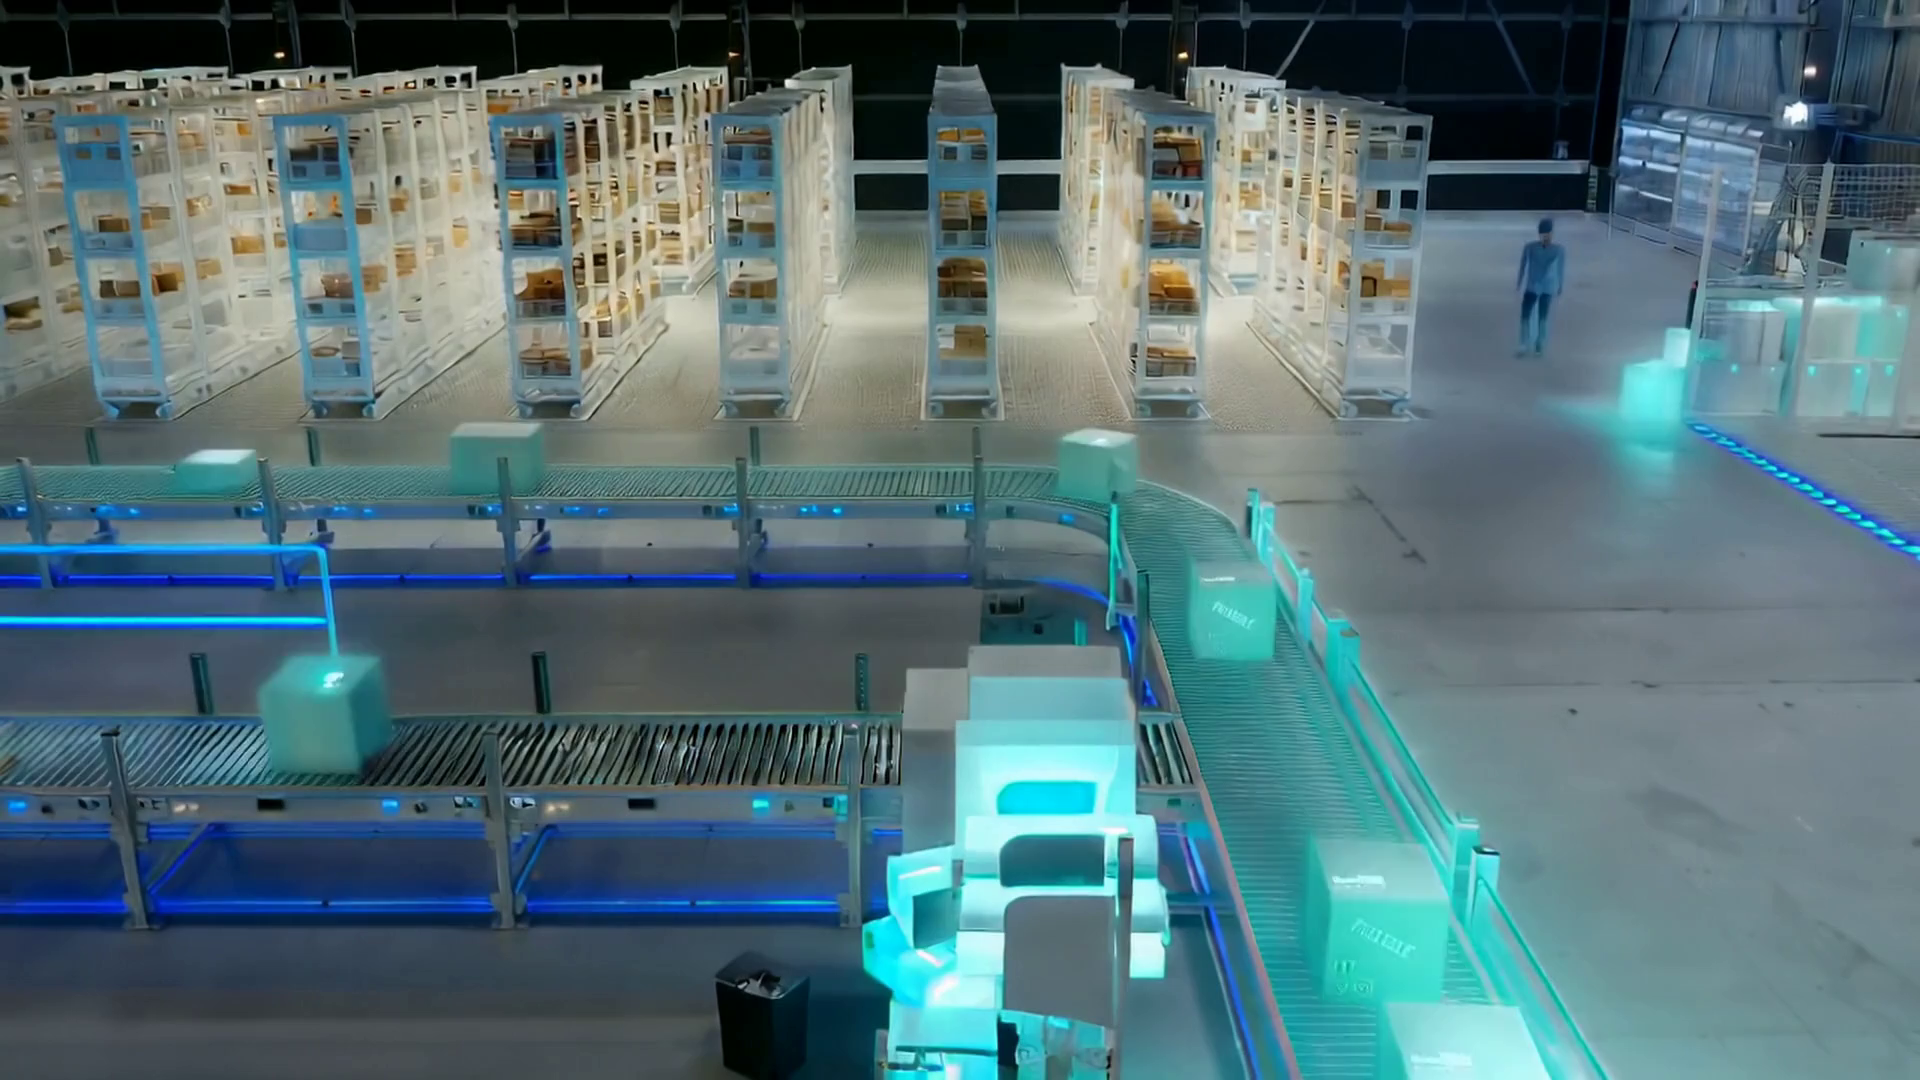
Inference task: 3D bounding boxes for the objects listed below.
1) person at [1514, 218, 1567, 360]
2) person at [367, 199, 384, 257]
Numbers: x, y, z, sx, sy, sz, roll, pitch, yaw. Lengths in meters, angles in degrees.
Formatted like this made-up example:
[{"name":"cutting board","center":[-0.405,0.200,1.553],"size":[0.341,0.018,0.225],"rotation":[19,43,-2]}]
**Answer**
[{"name":"person","center":[8.042,-3.465,23.125],"size":[0.654,1.964,0.837],"rotation":[11,21,30]},{"name":"person","center":[-9.519,-4.675,27.182],"size":[0.985,1.780,0.585],"rotation":[9,20,26]}]
